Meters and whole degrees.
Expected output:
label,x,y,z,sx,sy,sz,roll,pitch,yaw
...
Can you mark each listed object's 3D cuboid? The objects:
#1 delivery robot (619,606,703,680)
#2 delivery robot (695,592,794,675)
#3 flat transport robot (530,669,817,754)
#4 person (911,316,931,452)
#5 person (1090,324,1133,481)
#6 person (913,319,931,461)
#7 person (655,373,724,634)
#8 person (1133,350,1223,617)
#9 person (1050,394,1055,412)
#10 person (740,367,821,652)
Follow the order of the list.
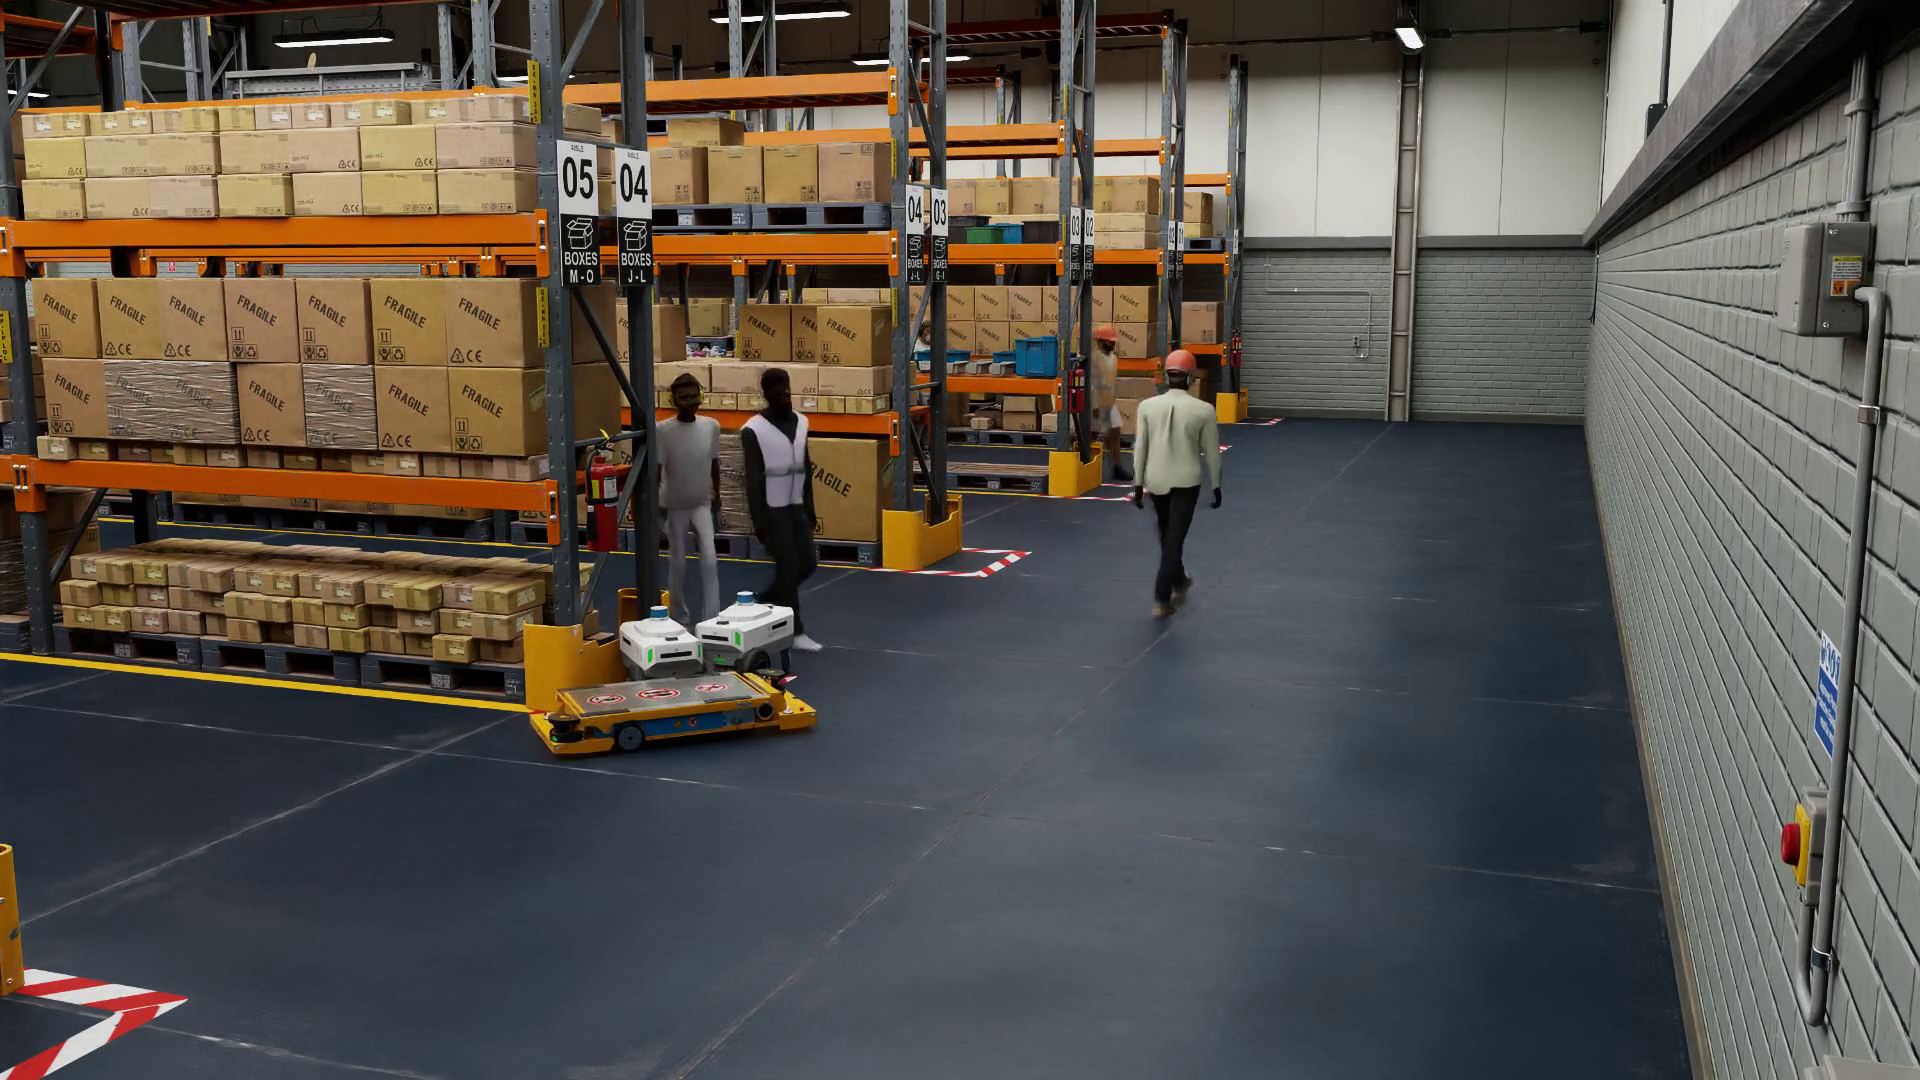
label,x,y,z,sx,sy,sz,roll,pitch,yaw
delivery robot,-1.754,0.629,9.726,0.477,0.478,0.707,-4,10,-25
delivery robot,-1.308,0.559,10.165,0.477,0.478,0.707,4,10,24
flat transport robot,-1.566,0.921,9.080,1.431,0.197,0.652,-4,10,-25
person,-0.513,-2.187,23.356,0.391,1.923,0.541,2,9,12
person,1.694,-1.677,20.245,0.878,1.908,0.549,9,13,43
person,-0.446,-1.805,20.918,0.373,1.936,0.627,5,10,28
person,-1.786,-0.183,11.080,0.537,1.836,0.819,-4,10,-24
person,1.649,-0.443,12.400,0.640,1.932,1.040,4,10,25
person,1.294,-2.835,27.705,0.588,1.831,1.013,-7,11,-37
person,-1.183,-0.204,11.047,0.584,1.892,0.622,6,11,33
